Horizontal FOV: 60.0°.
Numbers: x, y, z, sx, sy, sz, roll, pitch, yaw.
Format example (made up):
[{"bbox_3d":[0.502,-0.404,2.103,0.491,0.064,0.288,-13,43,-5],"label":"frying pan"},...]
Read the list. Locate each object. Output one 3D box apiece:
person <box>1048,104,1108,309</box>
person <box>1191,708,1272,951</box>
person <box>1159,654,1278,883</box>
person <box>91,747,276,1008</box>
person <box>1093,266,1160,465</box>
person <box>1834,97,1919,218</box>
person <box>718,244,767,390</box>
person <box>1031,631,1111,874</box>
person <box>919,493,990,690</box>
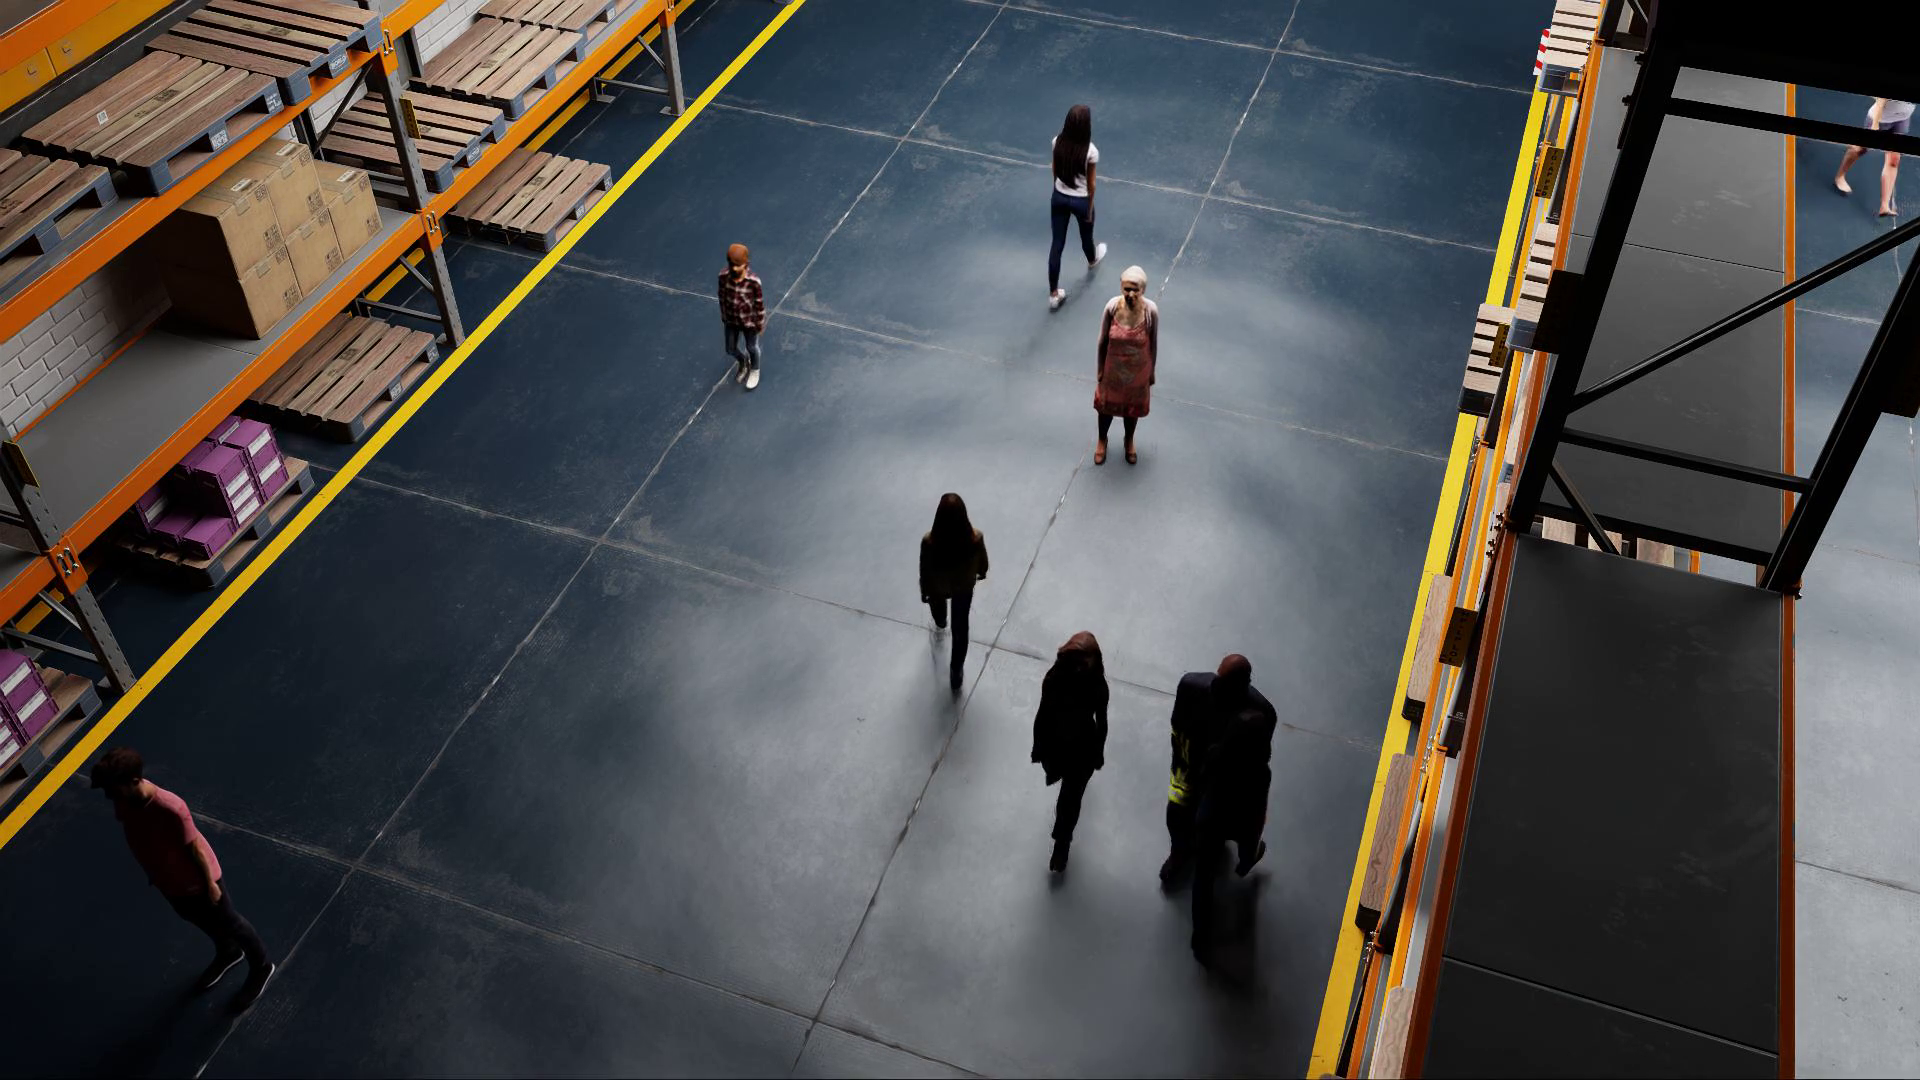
[{"bbox_3d":[0.867,-2.686,13.568,0.745,1.739,1.141,21,48,21],"label":"person"},{"bbox_3d":[1.418,1.628,9.064,0.633,1.706,1.051,17,46,17],"label":"person"},{"bbox_3d":[1.474,1.180,9.464,0.781,1.803,0.831,20,47,20],"label":"person"},{"bbox_3d":[-4.074,1.734,8.770,0.615,1.958,0.543,14,45,14],"label":"person"},{"bbox_3d":[1.206,-1.279,12.127,0.659,1.690,0.658,3,44,3],"label":"person"},{"bbox_3d":[8.169,-3.757,14.741,0.913,1.673,1.152,-5,44,-5],"label":"person"},{"bbox_3d":[-1.670,-1.780,12.938,0.551,1.296,0.525,11,45,11],"label":"person"},{"bbox_3d":[0.648,1.107,9.597,0.589,1.725,1.044,12,45,12],"label":"person"},{"bbox_3d":[-0.046,0.348,10.603,0.869,1.436,1.068,-4,44,-4],"label":"person"}]
